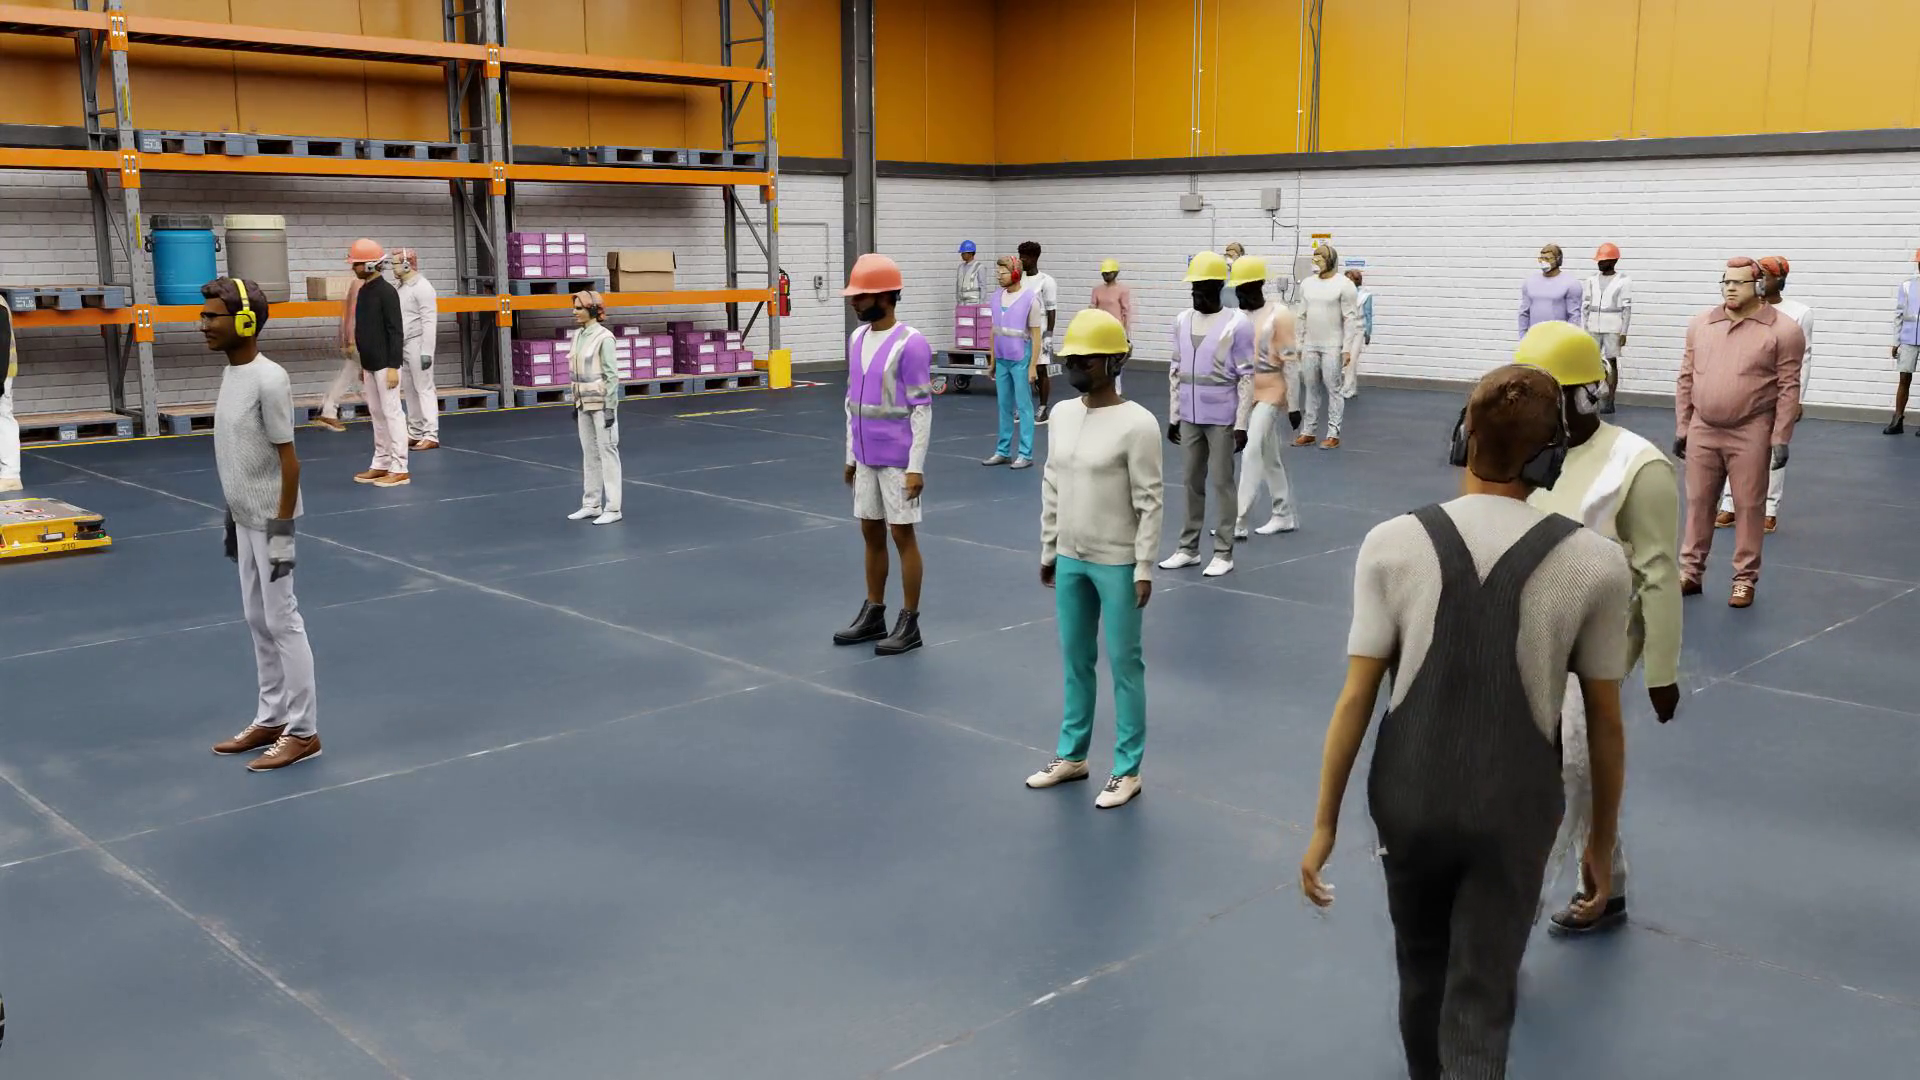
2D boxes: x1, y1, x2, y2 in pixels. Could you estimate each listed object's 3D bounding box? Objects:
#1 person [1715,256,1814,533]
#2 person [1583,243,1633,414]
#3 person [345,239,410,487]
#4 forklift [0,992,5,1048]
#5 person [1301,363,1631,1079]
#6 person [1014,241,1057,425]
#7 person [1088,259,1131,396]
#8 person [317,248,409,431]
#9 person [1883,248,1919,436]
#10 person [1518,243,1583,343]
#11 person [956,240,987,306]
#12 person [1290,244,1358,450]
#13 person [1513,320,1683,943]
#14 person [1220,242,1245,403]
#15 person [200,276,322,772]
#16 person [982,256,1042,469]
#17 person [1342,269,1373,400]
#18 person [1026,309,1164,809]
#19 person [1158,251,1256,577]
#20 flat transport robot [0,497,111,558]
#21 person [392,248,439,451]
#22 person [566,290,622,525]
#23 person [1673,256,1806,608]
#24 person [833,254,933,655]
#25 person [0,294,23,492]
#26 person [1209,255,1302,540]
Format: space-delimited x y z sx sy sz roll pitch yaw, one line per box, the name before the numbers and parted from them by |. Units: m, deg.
person | 5.476 -0.988 11.363 0.362 1.883 0.575 -9 14 -41
person | 7.328 -2.399 18.918 0.376 1.934 0.546 -9 14 -41
person | -4.713 -1.427 13.464 0.392 1.991 0.613 -9 14 -41
forklift | -3.245 0.323 3.363 2.313 2.155 1.214 2 11 13
person | 0.984 0.553 3.266 0.580 1.781 0.970 4 11 21
person | 0.771 -2.218 17.850 0.374 1.963 0.608 -9 14 -41
person | 1.798 -2.585 20.506 0.542 1.728 0.896 9 14 40
person | -6.177 -2.073 17.157 1.054 1.932 0.660 -3 11 -16
person | 9.697 -2.009 16.780 0.375 1.939 0.546 -9 14 -41
person | 5.803 -1.946 16.436 0.379 1.940 0.629 -9 14 -41
person | 0.157 -3.633 25.621 0.402 1.943 0.605 -9 14 -41
person | 3.459 -1.827 15.796 0.379 1.937 0.629 -9 14 -41
person | 1.612 0.296 4.618 0.911 1.782 0.596 -5 11 -25
person | 3.149 -2.428 19.064 0.379 1.940 0.629 -9 14 -41
person | -2.675 -0.058 6.322 0.336 1.873 0.521 -9 14 -41
person | 0.482 -1.540 14.486 0.397 1.840 0.564 -9 14 -41
person | 4.776 -2.522 20.505 0.530 1.600 0.850 9 14 40
person | 0.483 0.069 5.918 0.327 1.769 0.525 -9 14 -41
person | 1.475 -0.746 9.918 0.384 1.928 0.588 -9 14 -41
flat transport robot | -6.170 -0.100 10.916 0.652 0.197 1.431 -10 15 -44
person | -5.185 -1.797 15.721 0.400 1.905 0.643 -9 14 -41
person | -2.567 -0.929 11.700 0.314 1.641 0.515 -9 14 -41
person | 4.220 -0.588 9.114 0.400 1.910 0.643 -9 14 -41
person | -0.379 -0.408 8.063 0.376 1.934 0.546 -9 14 -41
person | -7.705 -1.299 13.171 0.430 1.845 0.624 -9 14 -41
person | 1.924 -0.941 11.099 0.886 1.880 0.607 -5 11 -25
